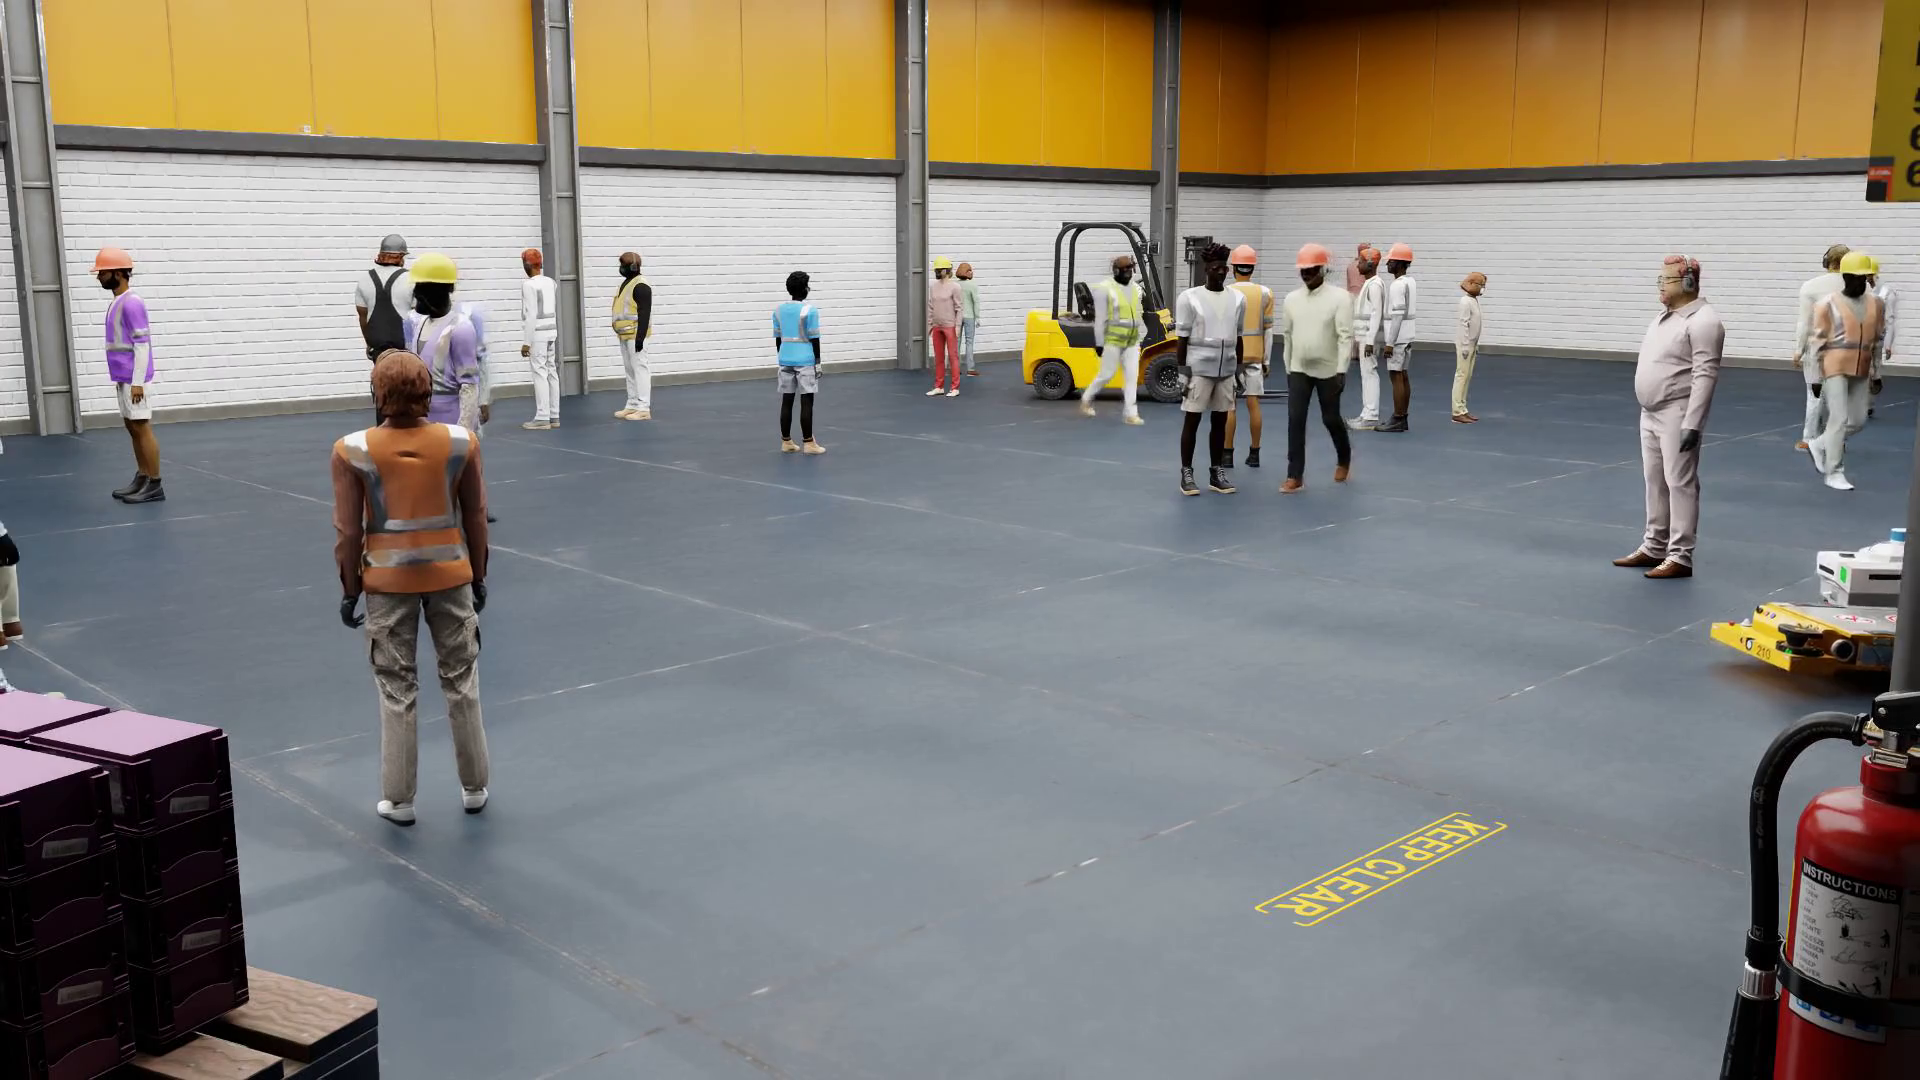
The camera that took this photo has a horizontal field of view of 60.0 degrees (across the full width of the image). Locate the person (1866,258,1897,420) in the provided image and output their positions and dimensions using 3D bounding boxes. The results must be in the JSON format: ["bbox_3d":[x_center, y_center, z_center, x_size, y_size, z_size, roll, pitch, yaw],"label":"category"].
[{"bbox_3d":[9.753,-2.154,18.011,0.949,1.783,0.609,-7,12,-32],"label":"person"}]

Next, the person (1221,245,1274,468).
[{"bbox_3d":[2.445,-1.593,14.512,0.552,1.936,0.358,-2,11,-10],"label":"person"}]

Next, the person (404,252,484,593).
[{"bbox_3d":[-2.905,-0.644,9.357,0.359,1.930,0.588,-10,14,-43],"label":"person"}]

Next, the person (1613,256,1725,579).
[{"bbox_3d":[4.211,-0.725,9.882,0.409,1.904,0.639,-1,10,-5],"label":"person"}]

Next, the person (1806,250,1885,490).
[{"bbox_3d":[7.103,-1.375,13.410,0.599,1.905,0.641,-2,11,-10],"label":"person"}]

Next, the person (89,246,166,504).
[{"bbox_3d":[-6.316,-1.242,12.598,0.373,1.934,0.551,-8,13,-38],"label":"person"}]

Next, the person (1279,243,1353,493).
[{"bbox_3d":[2.871,-1.373,13.247,0.611,1.965,0.839,7,13,34],"label":"person"}]

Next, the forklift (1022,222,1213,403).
[{"bbox_3d":[1.935,-2.847,20.651,2.313,2.155,1.214,2,11,13],"label":"forklift"}]

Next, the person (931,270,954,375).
[{"bbox_3d":[-0.222,-3.217,24.199,0.268,1.630,0.507,-7,13,-34],"label":"person"}]

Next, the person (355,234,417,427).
[{"bbox_3d":[-5.408,-1.924,16.037,0.684,2.000,0.535,2,11,8],"label":"person"}]

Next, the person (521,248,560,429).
[{"bbox_3d":[-4.413,-2.101,17.430,0.353,1.885,0.572,3,11,14],"label":"person"}]

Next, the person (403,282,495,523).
[{"bbox_3d":[-3.520,-1.002,11.485,0.556,1.887,0.726,-2,11,-9],"label":"person"}]

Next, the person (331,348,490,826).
[{"bbox_3d":[-1.871,0.167,5.723,0.514,1.642,0.314,-5,12,-27],"label":"person"}]

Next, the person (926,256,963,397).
[{"bbox_3d":[-0.203,-2.676,20.886,0.529,1.767,0.329,9,14,40],"label":"person"}]

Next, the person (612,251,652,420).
[{"bbox_3d":[-3.611,-2.243,18.316,0.429,1.845,0.627,-6,12,-31],"label":"person"}]

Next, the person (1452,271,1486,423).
[{"bbox_3d":[5.521,-2.087,18.036,0.279,1.633,0.497,6,12,30],"label":"person"}]

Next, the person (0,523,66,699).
[{"bbox_3d":[-3.924,-0.020,6.345,0.630,1.798,0.929,7,13,34],"label":"person"}]

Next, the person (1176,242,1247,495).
[{"bbox_3d":[1.969,-1.334,13.021,0.608,1.965,0.370,-4,11,-19],"label":"person"}]

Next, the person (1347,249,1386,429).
[{"bbox_3d":[4.274,-2.098,17.409,0.340,1.882,0.586,2,11,9],"label":"person"}]

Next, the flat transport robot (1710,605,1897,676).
[{"bbox_3d":[4.337,0.468,7.709,1.431,0.197,0.652,2,8,-6],"label":"flat transport robot"}]

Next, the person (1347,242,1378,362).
[{"bbox_3d":[6.461,-3.802,26.646,0.408,1.907,0.643,-4,11,-22],"label":"person"}]

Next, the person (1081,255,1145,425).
[{"bbox_3d":[1.658,-2.157,17.945,0.638,1.819,0.800,-7,12,-33],"label":"person"}]

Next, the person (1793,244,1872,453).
[{"bbox_3d":[8.092,-1.771,15.478,0.627,1.940,0.372,1,10,6],"label":"person"}]

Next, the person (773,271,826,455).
[{"bbox_3d":[-1.486,-1.626,15.351,0.536,1.697,0.318,7,13,34],"label":"person"}]

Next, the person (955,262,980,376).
[{"bbox_3d":[0.066,-3.186,24.030,0.500,1.633,0.280,6,12,29],"label":"person"}]

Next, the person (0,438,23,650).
[{"bbox_3d":[-4.847,-0.378,8.070,0.336,1.873,0.521,-1,10,-5],"label":"person"}]

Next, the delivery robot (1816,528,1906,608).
[{"bbox_3d":[4.704,0.184,8.338,0.707,0.478,0.477,1,11,6],"label":"delivery robot"}]

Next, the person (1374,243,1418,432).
[{"bbox_3d":[4.503,-2.078,17.142,0.348,1.943,0.542,6,12,29],"label":"person"}]
